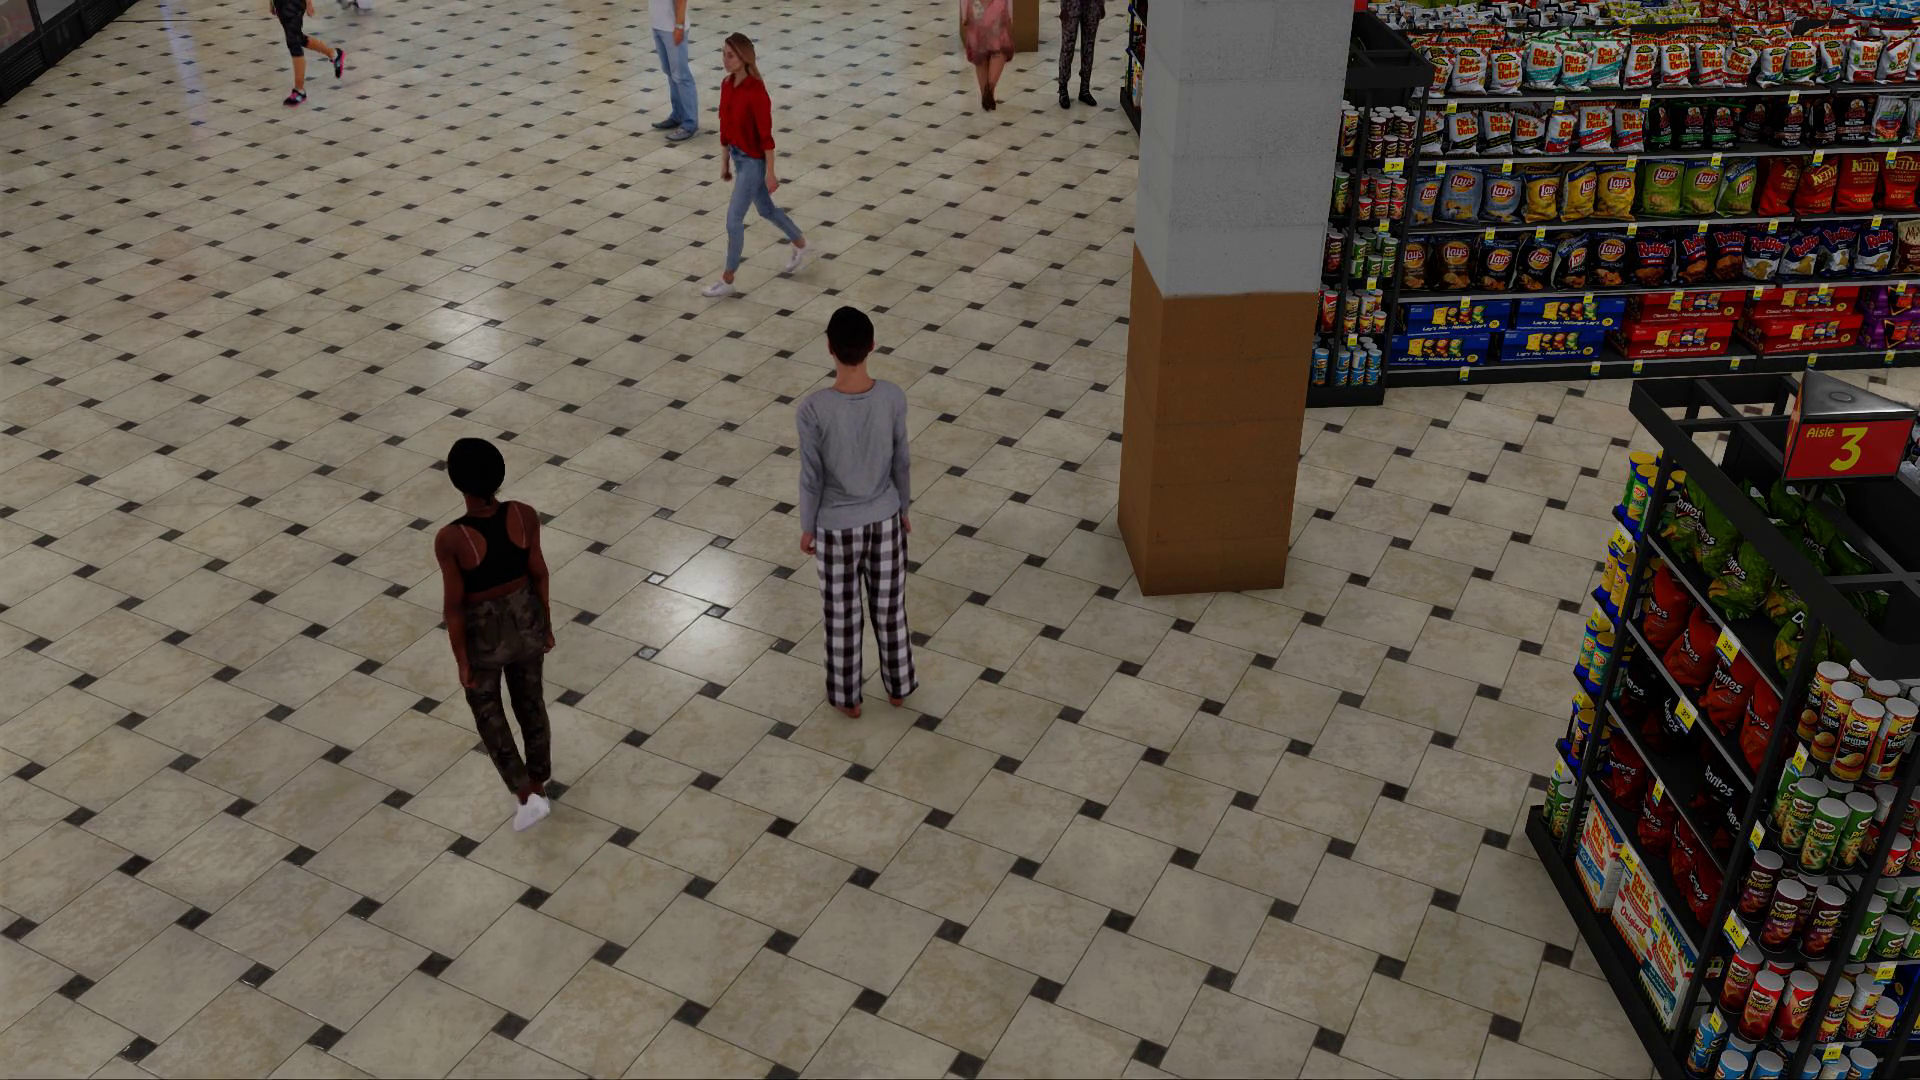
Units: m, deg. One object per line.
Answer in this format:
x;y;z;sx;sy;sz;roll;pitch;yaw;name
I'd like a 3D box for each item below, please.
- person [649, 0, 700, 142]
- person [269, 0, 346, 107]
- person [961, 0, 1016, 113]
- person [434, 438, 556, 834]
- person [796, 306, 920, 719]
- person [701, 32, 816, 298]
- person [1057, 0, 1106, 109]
-2.341;-4.196;13.458;0.687;1.862;0.742;-15;35;-22;person
-5.725;-4.688;14.391;1.043;1.711;0.991;15;35;22;person
0.228;-4.390;13.940;0.771;1.681;0.778;6;32;9;person
-1.666;0.412;6.212;0.813;1.692;0.827;-19;37;-28;person
-0.420;-0.083;6.861;0.575;1.847;0.746;-11;34;-17;person
-1.302;-2.437;10.815;1.223;1.665;1.047;-24;39;-33;person
1.042;-4.573;14.202;0.525;1.714;0.672;-9;33;-15;person
